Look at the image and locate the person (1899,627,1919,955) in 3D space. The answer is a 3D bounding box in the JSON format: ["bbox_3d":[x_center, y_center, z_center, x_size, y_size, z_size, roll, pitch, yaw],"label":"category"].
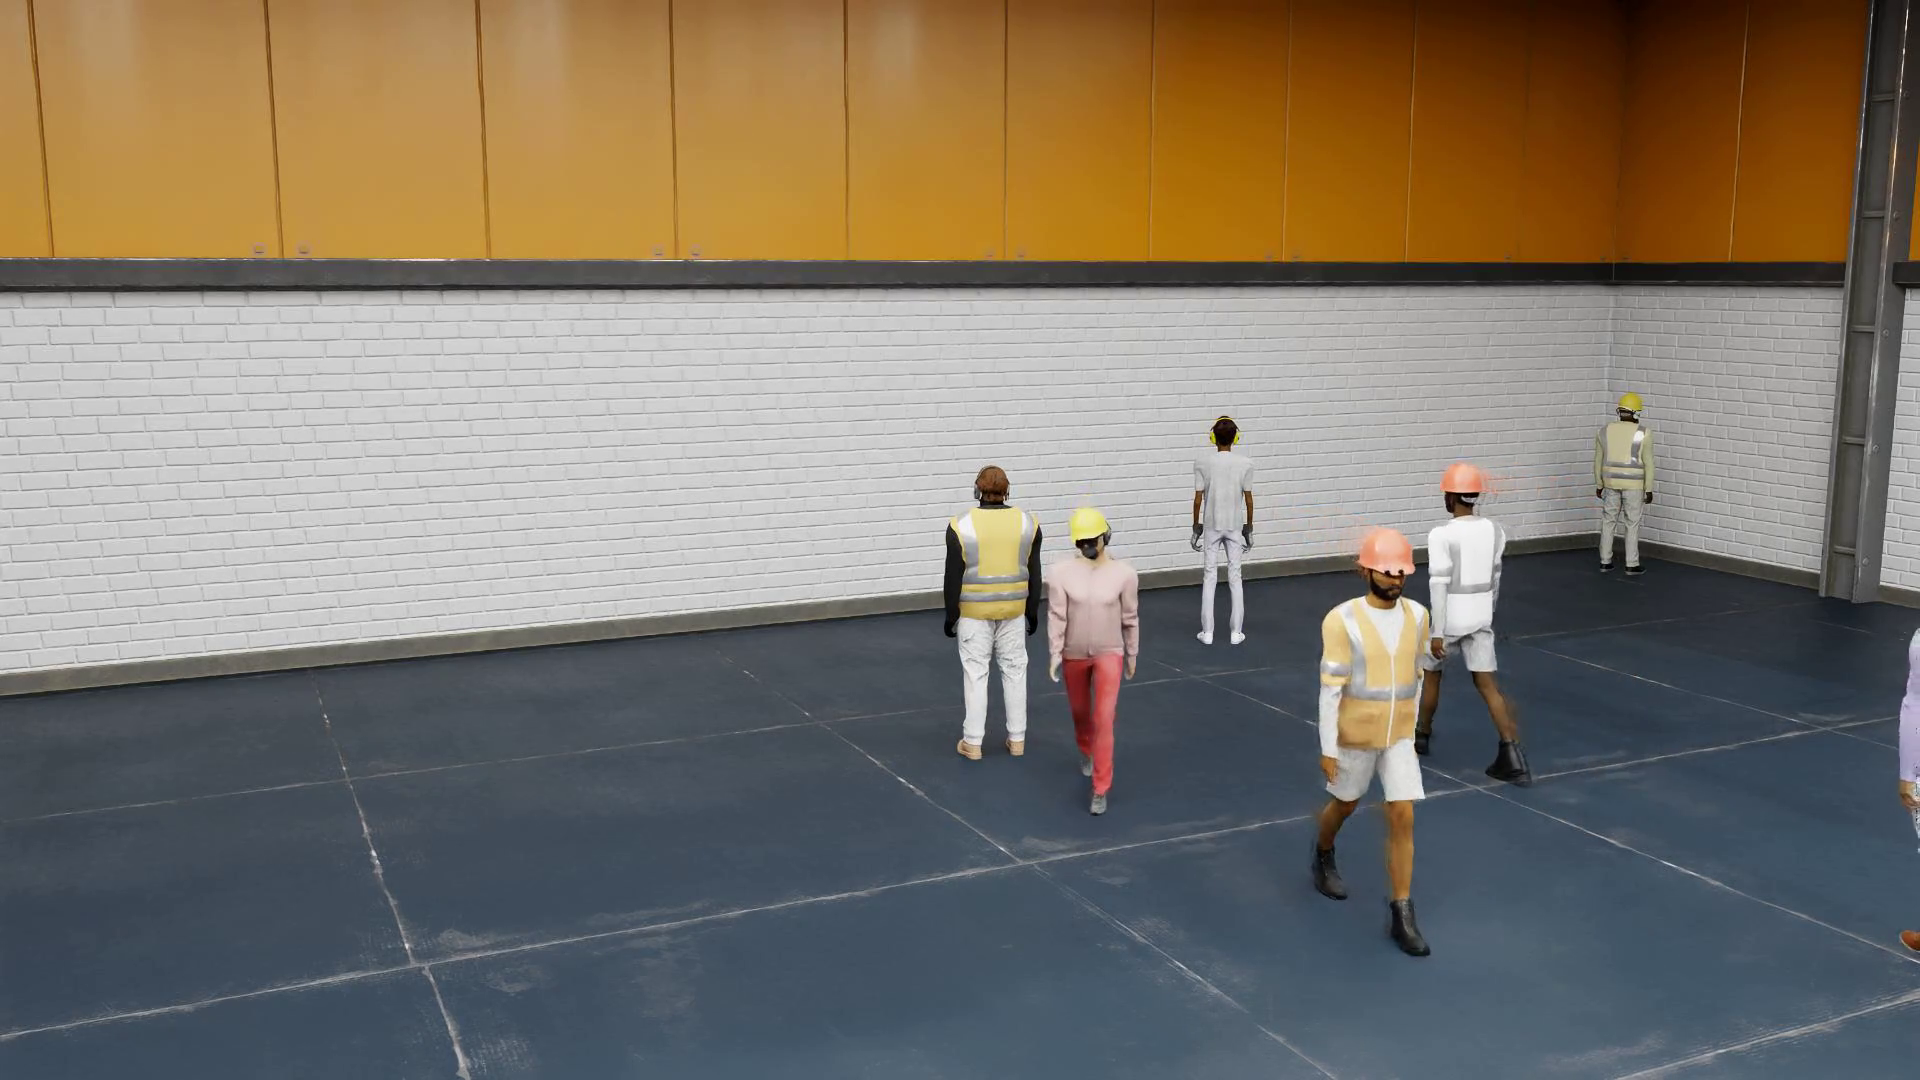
[{"bbox_3d":[4.275,0.968,6.966,0.634,1.917,0.819,0,9,-2],"label":"person"}]

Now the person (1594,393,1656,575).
[{"bbox_3d":[6.685,-0.565,16.715,0.600,1.831,0.404,9,13,44],"label":"person"}]

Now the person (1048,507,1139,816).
[{"bbox_3d":[0.775,0.634,9.642,0.514,1.716,0.910,1,9,9],"label":"person"}]

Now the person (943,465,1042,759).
[{"bbox_3d":[0.195,0.449,10.398,0.636,1.842,0.429,-2,9,-15],"label":"person"}]

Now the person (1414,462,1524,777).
[{"bbox_3d":[3.086,0.475,10.115,0.557,1.893,1.013,-4,10,-21],"label":"person"}]

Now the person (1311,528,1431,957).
[{"bbox_3d":[1.887,0.860,7.716,0.554,1.896,0.984,-2,9,-13],"label":"person"}]

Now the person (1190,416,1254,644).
[{"bbox_3d":[2.142,-0.080,13.579,0.520,1.876,0.326,1,9,5],"label":"person"}]
